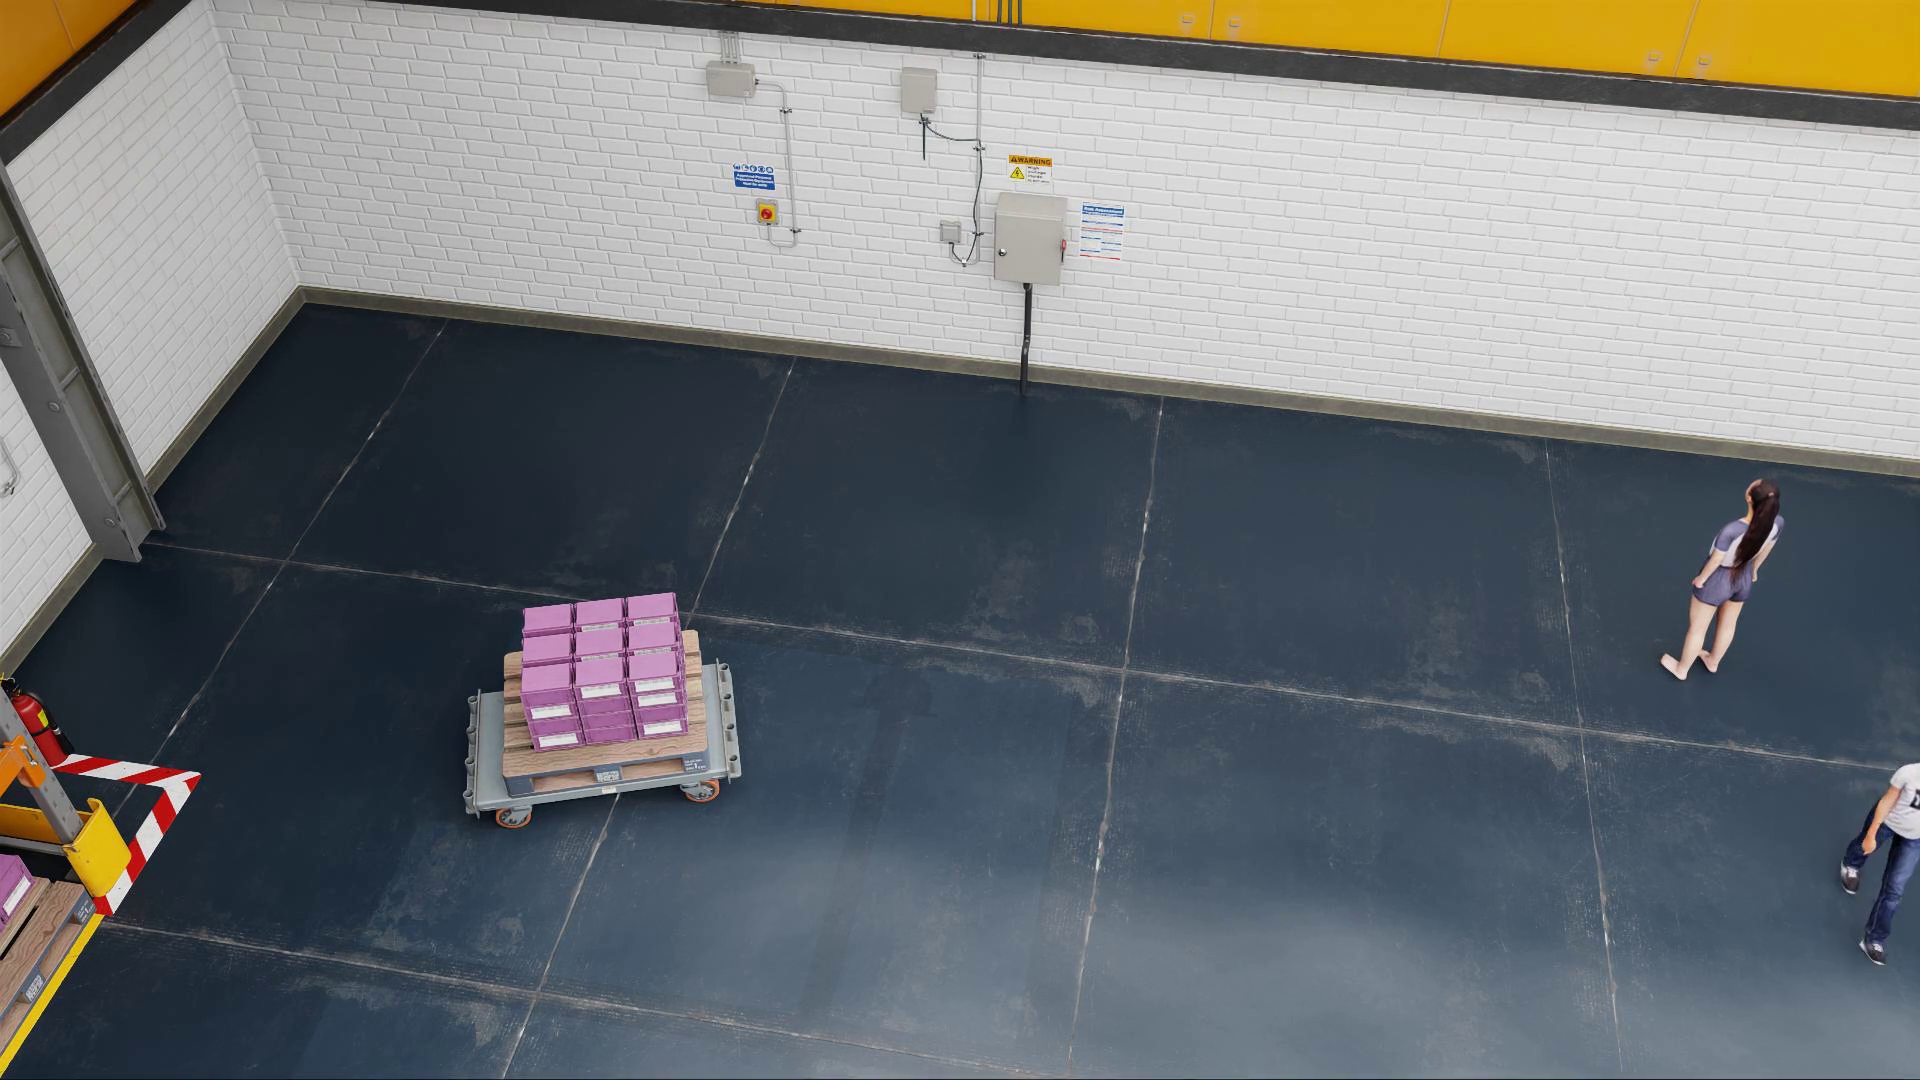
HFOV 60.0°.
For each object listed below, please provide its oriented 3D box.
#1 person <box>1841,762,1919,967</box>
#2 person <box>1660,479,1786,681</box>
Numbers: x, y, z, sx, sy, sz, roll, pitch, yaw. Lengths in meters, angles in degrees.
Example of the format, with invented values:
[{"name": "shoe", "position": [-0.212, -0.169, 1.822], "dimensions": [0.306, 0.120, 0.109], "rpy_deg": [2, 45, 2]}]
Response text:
[{"name": "person", "position": [5.241, 1.544, 9.302], "dimensions": [0.674, 1.515, 1.095], "rpy_deg": [13, 45, 14]}, {"name": "person", "position": [4.875, 0.263, 10.549], "dimensions": [0.661, 1.650, 0.644], "rpy_deg": [-10, 44, -10]}]
